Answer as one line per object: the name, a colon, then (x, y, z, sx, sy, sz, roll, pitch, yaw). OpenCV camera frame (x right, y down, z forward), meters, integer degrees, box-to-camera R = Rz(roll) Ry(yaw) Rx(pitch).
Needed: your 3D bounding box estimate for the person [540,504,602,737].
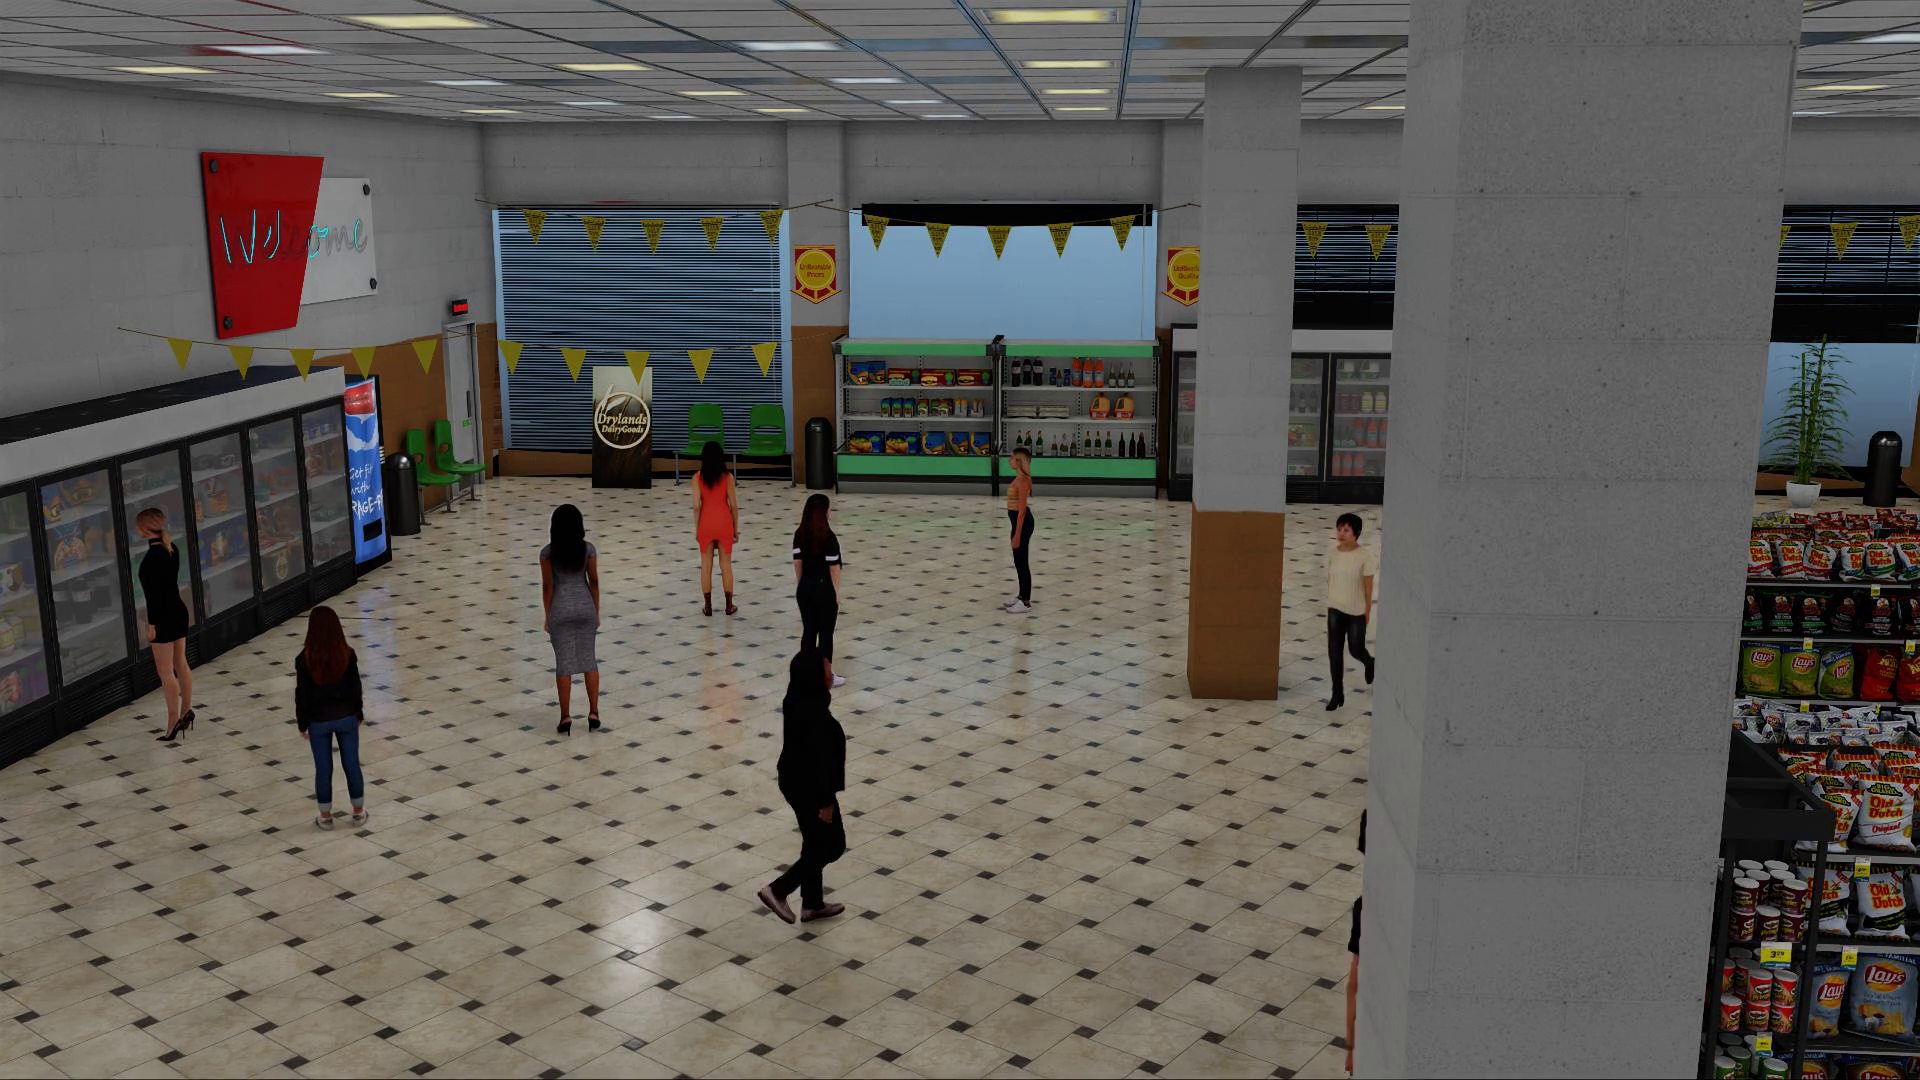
person: (-2.939, 0.598, 12.621, 0.596, 1.781, 0.719, -4, 13, -20)

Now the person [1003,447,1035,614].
person: (0.599, -0.105, 16.328, 0.544, 1.629, 0.589, 0, 12, -1)

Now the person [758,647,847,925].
person: (-0.907, 1.405, 9.230, 0.907, 1.600, 0.826, -4, 13, -20)

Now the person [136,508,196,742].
person: (-5.993, 0.623, 12.535, 0.537, 1.768, 0.591, 0, 12, -1)

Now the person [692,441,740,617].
person: (-2.375, -0.115, 16.158, 0.526, 1.719, 0.685, -1, 12, -6)

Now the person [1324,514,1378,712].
person: (3.130, 0.567, 13.279, 0.925, 1.571, 0.938, 10, 16, 40)

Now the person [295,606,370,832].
person: (-4.058, 1.145, 10.746, 0.621, 1.484, 0.716, -6, 13, -26)

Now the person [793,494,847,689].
person: (-1.180, 0.419, 13.816, 0.671, 1.638, 0.765, 8, 14, 33)
